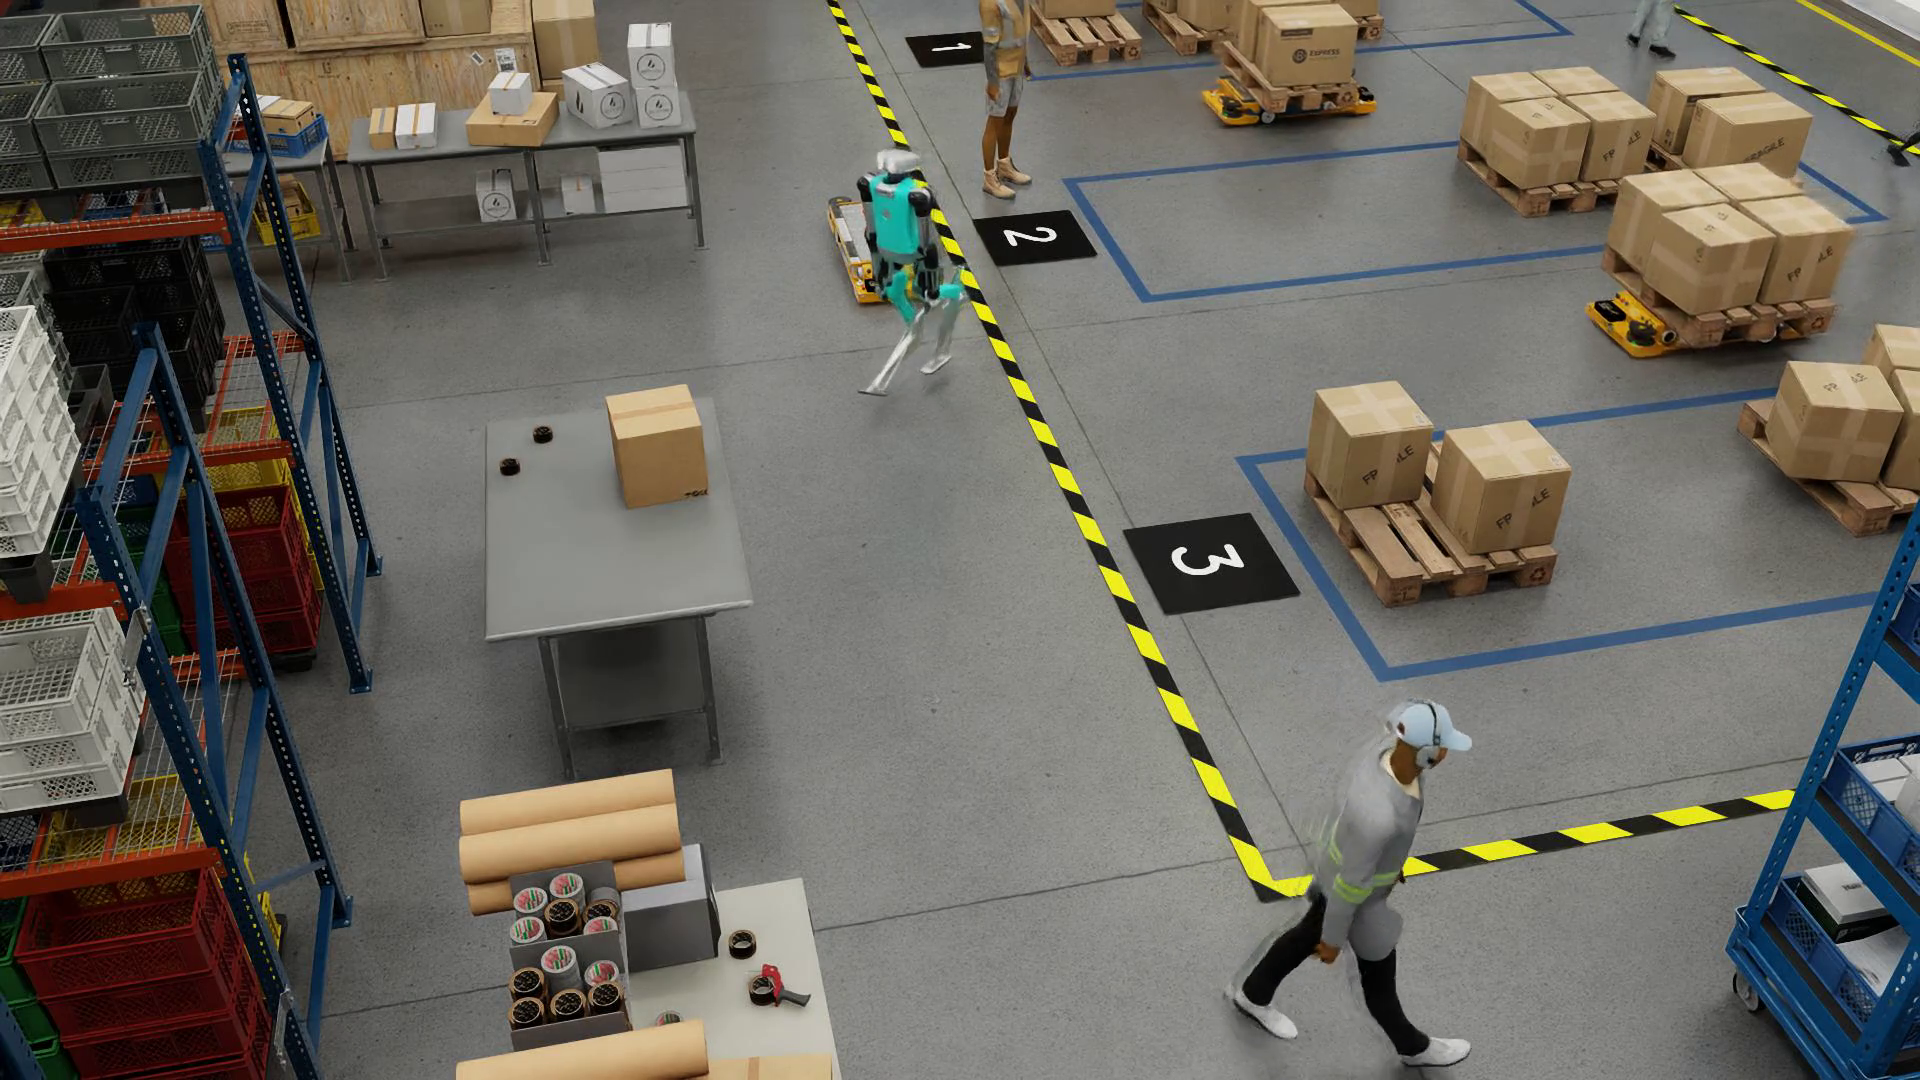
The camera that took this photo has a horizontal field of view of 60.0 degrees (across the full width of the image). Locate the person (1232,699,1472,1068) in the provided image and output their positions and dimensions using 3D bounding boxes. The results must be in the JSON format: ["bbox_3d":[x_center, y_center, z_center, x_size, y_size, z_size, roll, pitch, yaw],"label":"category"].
[{"bbox_3d":[1.598,1.354,6.460,0.986,1.775,0.646,12,38,15],"label":"person"}]

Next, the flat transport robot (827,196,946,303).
[{"bbox_3d":[-0.570,-2.220,12.538,0.659,0.231,1.431,-8,37,-10],"label":"flat transport robot"}]

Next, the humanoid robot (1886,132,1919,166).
[{"bbox_3d":[8.066,-3.688,13.373,0.601,1.640,0.770,-15,39,-19],"label":"humanoid robot"}]

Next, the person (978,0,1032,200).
[{"bbox_3d":[0.390,-3.702,13.054,0.389,2.034,0.605,19,41,23],"label":"person"}]

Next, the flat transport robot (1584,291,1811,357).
[{"bbox_3d":[5.221,-1.603,11.685,1.431,0.197,0.652,-8,37,-10],"label":"flat transport robot"}]

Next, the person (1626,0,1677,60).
[{"bbox_3d":[6.726,-5.459,15.633,0.406,1.788,0.706,-10,38,-13],"label":"person"}]

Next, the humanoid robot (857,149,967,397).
[{"bbox_3d":[-0.281,-1.711,10.627,0.558,1.739,1.046,23,42,28],"label":"humanoid robot"}]

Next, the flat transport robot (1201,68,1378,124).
[{"bbox_3d":[2.950,-3.989,14.892,1.431,0.197,0.652,-8,37,-10],"label":"flat transport robot"}]
